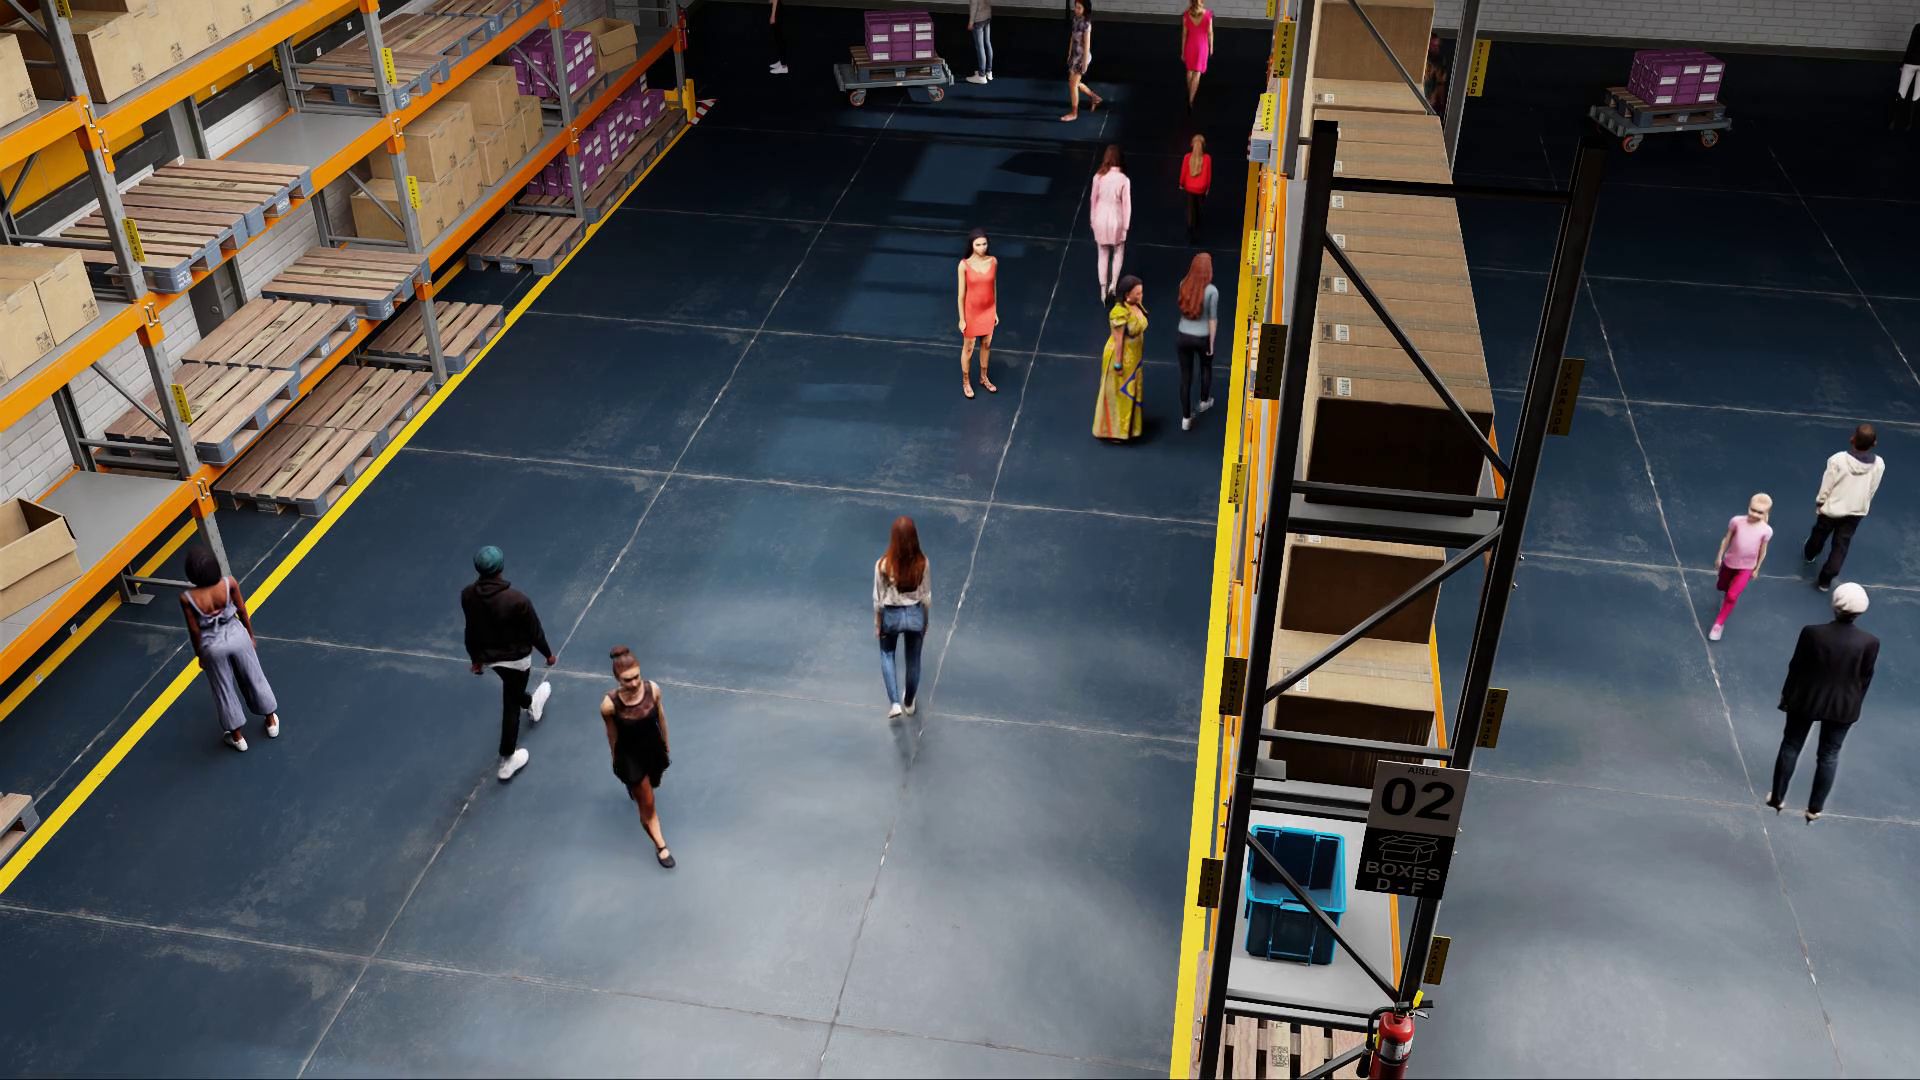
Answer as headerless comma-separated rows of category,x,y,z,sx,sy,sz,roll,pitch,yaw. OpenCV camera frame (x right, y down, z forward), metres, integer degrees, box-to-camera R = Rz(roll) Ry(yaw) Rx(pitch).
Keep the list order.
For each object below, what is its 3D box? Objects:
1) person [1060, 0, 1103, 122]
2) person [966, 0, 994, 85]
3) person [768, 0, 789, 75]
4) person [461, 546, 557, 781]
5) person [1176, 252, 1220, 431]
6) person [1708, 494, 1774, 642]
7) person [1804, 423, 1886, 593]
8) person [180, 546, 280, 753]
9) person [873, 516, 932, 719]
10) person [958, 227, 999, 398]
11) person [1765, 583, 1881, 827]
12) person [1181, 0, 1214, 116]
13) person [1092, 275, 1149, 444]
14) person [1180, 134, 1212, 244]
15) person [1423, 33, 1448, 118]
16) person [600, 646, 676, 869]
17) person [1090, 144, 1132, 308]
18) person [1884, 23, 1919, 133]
person,1.730,-6.618,22.916,0.903,1.715,0.914,-10,35,-14
person,0.315,-7.632,24.316,0.799,1.853,0.639,17,37,24
person,-2.723,-7.838,24.728,0.695,1.740,0.538,-2,34,-3
person,-3.207,0.879,11.577,0.820,1.781,1.188,11,35,15
person,2.182,-1.843,15.727,0.713,1.719,0.909,15,37,21
person,6.170,0.156,13.141,0.702,1.253,0.899,22,39,29
person,7.207,-0.229,13.564,0.699,1.426,0.921,13,36,18
person,-5.220,0.760,11.832,0.645,1.696,0.715,-24,40,-31
person,-0.401,0.620,12.019,0.689,1.723,0.811,-3,34,-5
person,0.175,-2.244,16.331,0.669,1.719,0.704,-16,37,-22
person,5.477,1.043,10.465,0.789,1.777,0.699,17,37,23
person,3.281,-6.768,23.174,0.701,1.678,1.088,11,35,16
person,1.538,-1.717,15.596,1.005,1.655,0.821,15,37,22
person,2.764,-4.110,19.563,0.520,1.249,0.895,5,34,7
person,5.884,-5.645,21.395,0.987,1.777,1.129,-12,36,-18
person,-2.149,1.356,10.972,0.990,1.656,1.060,-21,39,-28
person,1.592,-3.358,17.945,0.628,1.787,0.631,8,34,11
person,13.021,-6.428,22.617,0.605,1.729,0.597,11,35,16
